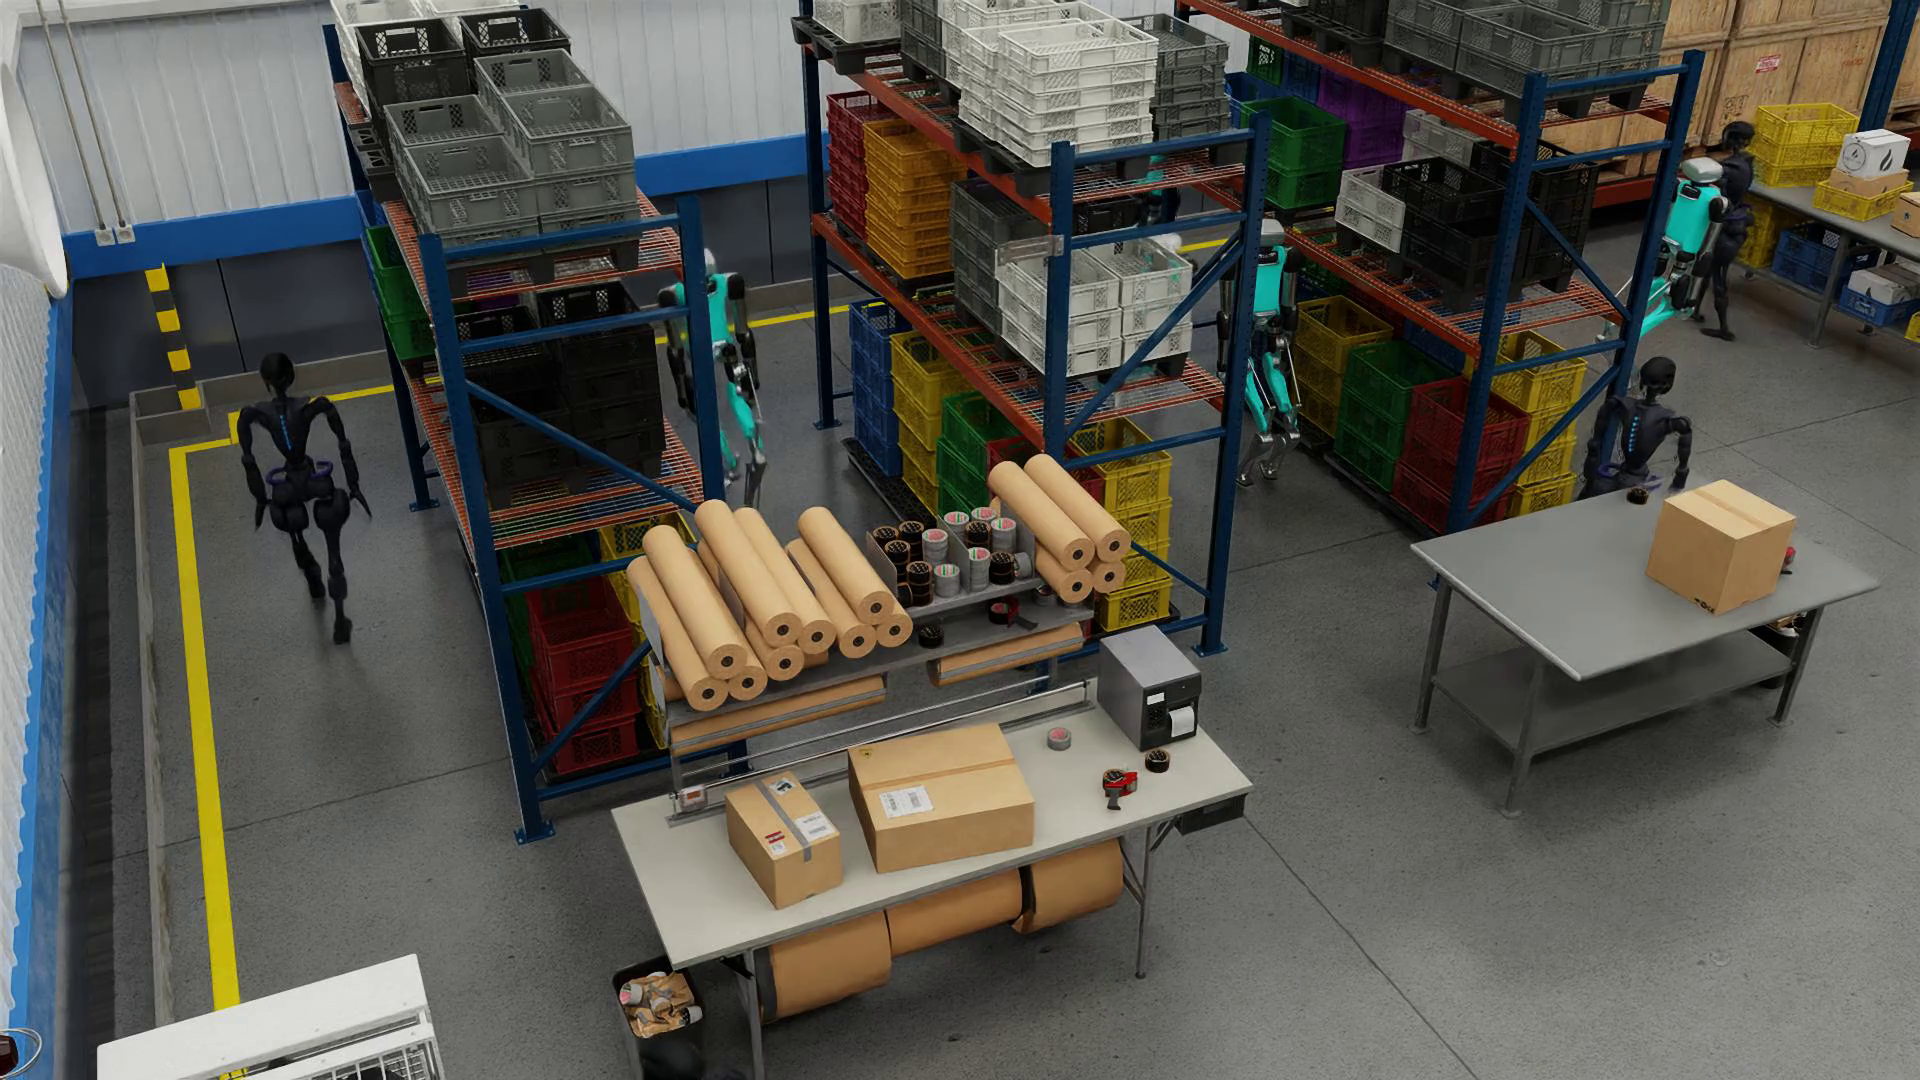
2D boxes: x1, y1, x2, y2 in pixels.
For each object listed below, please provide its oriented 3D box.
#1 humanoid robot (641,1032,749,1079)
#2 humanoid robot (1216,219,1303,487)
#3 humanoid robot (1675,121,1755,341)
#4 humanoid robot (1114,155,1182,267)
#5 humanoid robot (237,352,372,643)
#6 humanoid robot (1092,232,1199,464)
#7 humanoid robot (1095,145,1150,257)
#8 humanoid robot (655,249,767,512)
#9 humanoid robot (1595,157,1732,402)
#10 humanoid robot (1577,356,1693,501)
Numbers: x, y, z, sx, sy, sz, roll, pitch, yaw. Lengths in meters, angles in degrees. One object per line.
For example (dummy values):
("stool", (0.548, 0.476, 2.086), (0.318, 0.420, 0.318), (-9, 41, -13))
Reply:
("humanoid robot", (-0.813, 2.137, 5.150), (0.440, 1.648, 0.615), (20, 37, 29))
("humanoid robot", (1.890, -1.076, 10.189), (0.533, 1.677, 0.735), (-8, 33, -13))
("humanoid robot", (5.675, -2.300, 12.373), (0.541, 1.642, 0.595), (24, 39, 34))
("humanoid robot", (1.255, -2.228, 12.197), (0.673, 1.806, 0.530), (-20, 37, -29))
("humanoid robot", (-3.571, -0.285, 9.115), (0.610, 1.626, 0.742), (-8, 33, -13))
("humanoid robot", (1.052, -1.193, 10.540), (0.547, 1.808, 0.832), (-14, 34, -22))
("humanoid robot", (1.214, -2.330, 12.407), (0.326, 1.650, 0.589), (-25, 40, -35))
("humanoid robot", (-1.424, -0.850, 9.936), (0.581, 1.725, 1.005), (-13, 34, -20))
("humanoid robot", (4.671, -1.726, 11.278), (0.731, 1.694, 0.533), (-10, 33, -16))
("humanoid robot", (3.602, -0.214, 8.972), (0.583, 1.644, 0.450), (27, 40, 36))
